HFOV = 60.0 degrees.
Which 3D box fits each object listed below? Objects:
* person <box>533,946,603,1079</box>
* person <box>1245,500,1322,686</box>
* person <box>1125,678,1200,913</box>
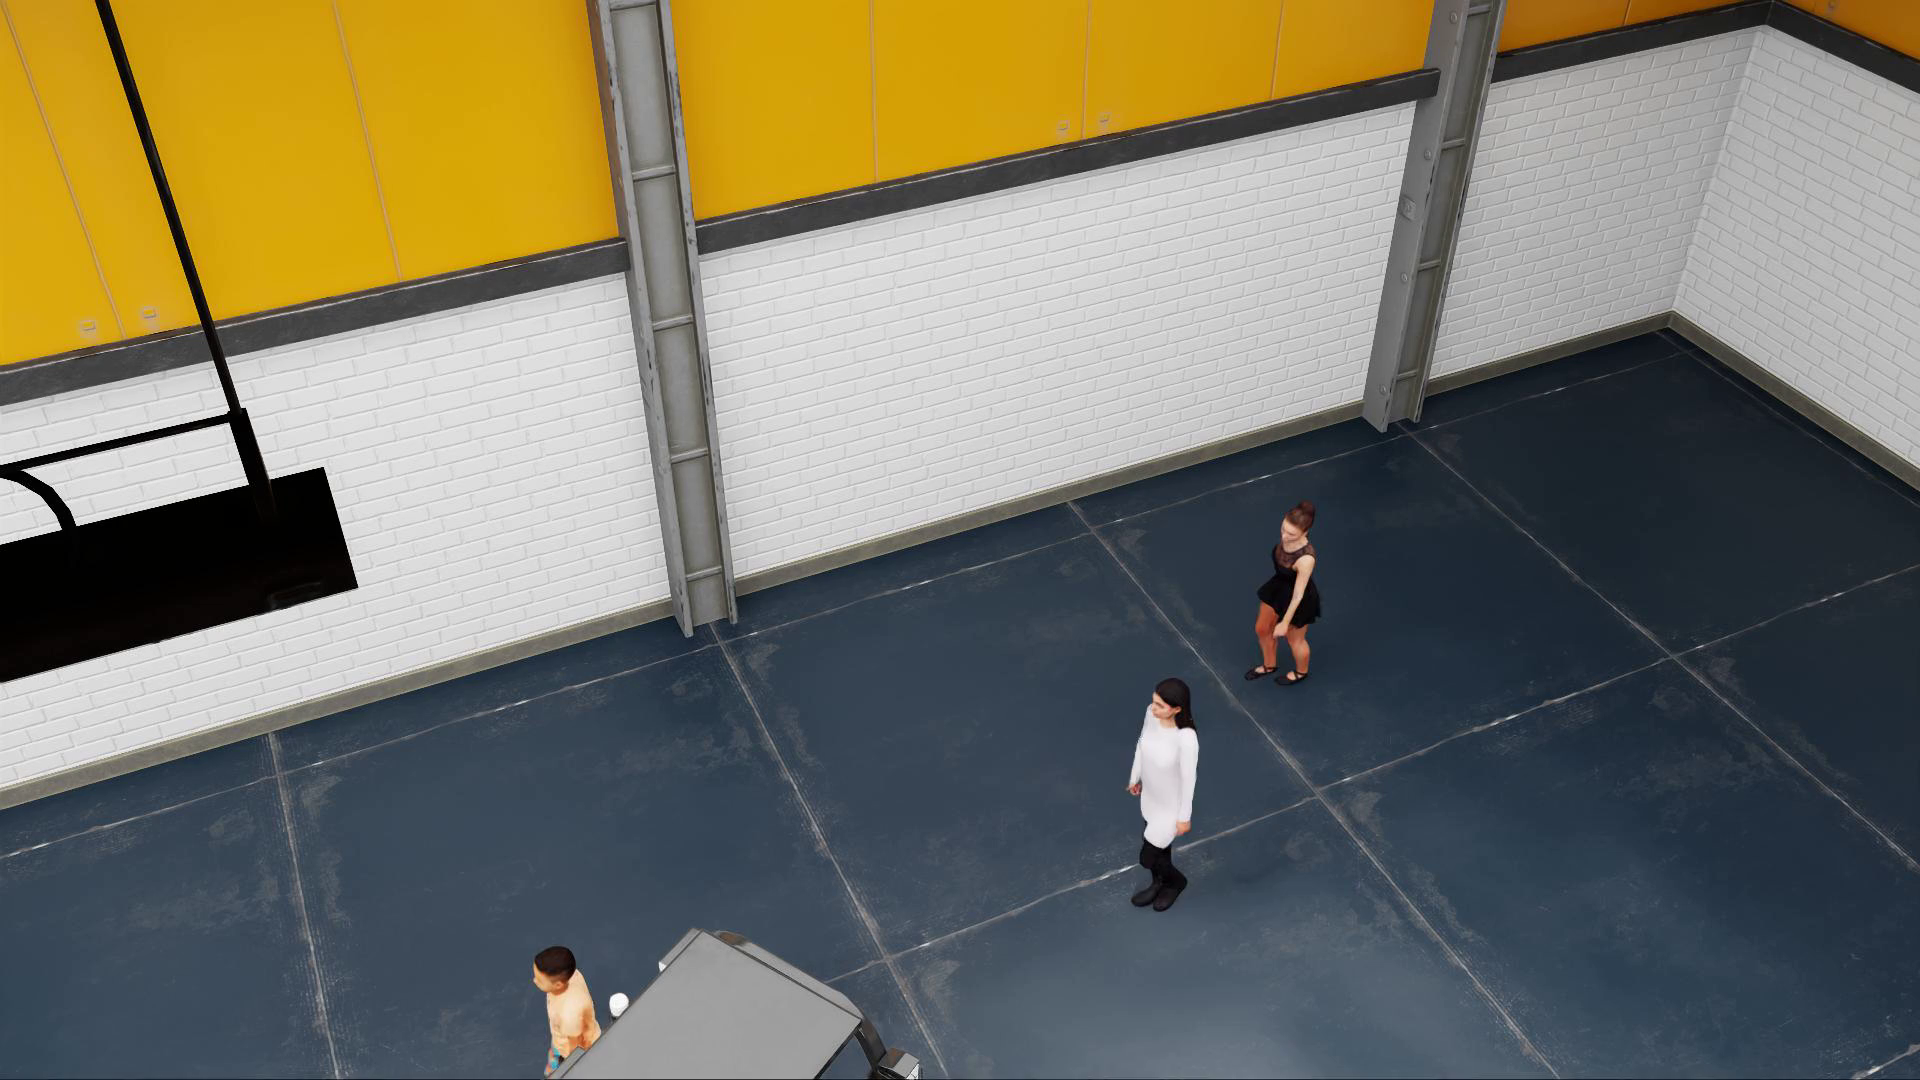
[{"bbox_3d":[-1.852,2.510,8.379,0.982,1.422,0.581,-17,42,-21],"label":"person"},{"bbox_3d":[2.218,0.360,10.893,0.705,1.646,0.648,-4,39,-5],"label":"person"},{"bbox_3d":[1.242,1.443,9.415,0.586,1.797,0.614,-17,42,-20],"label":"person"}]
